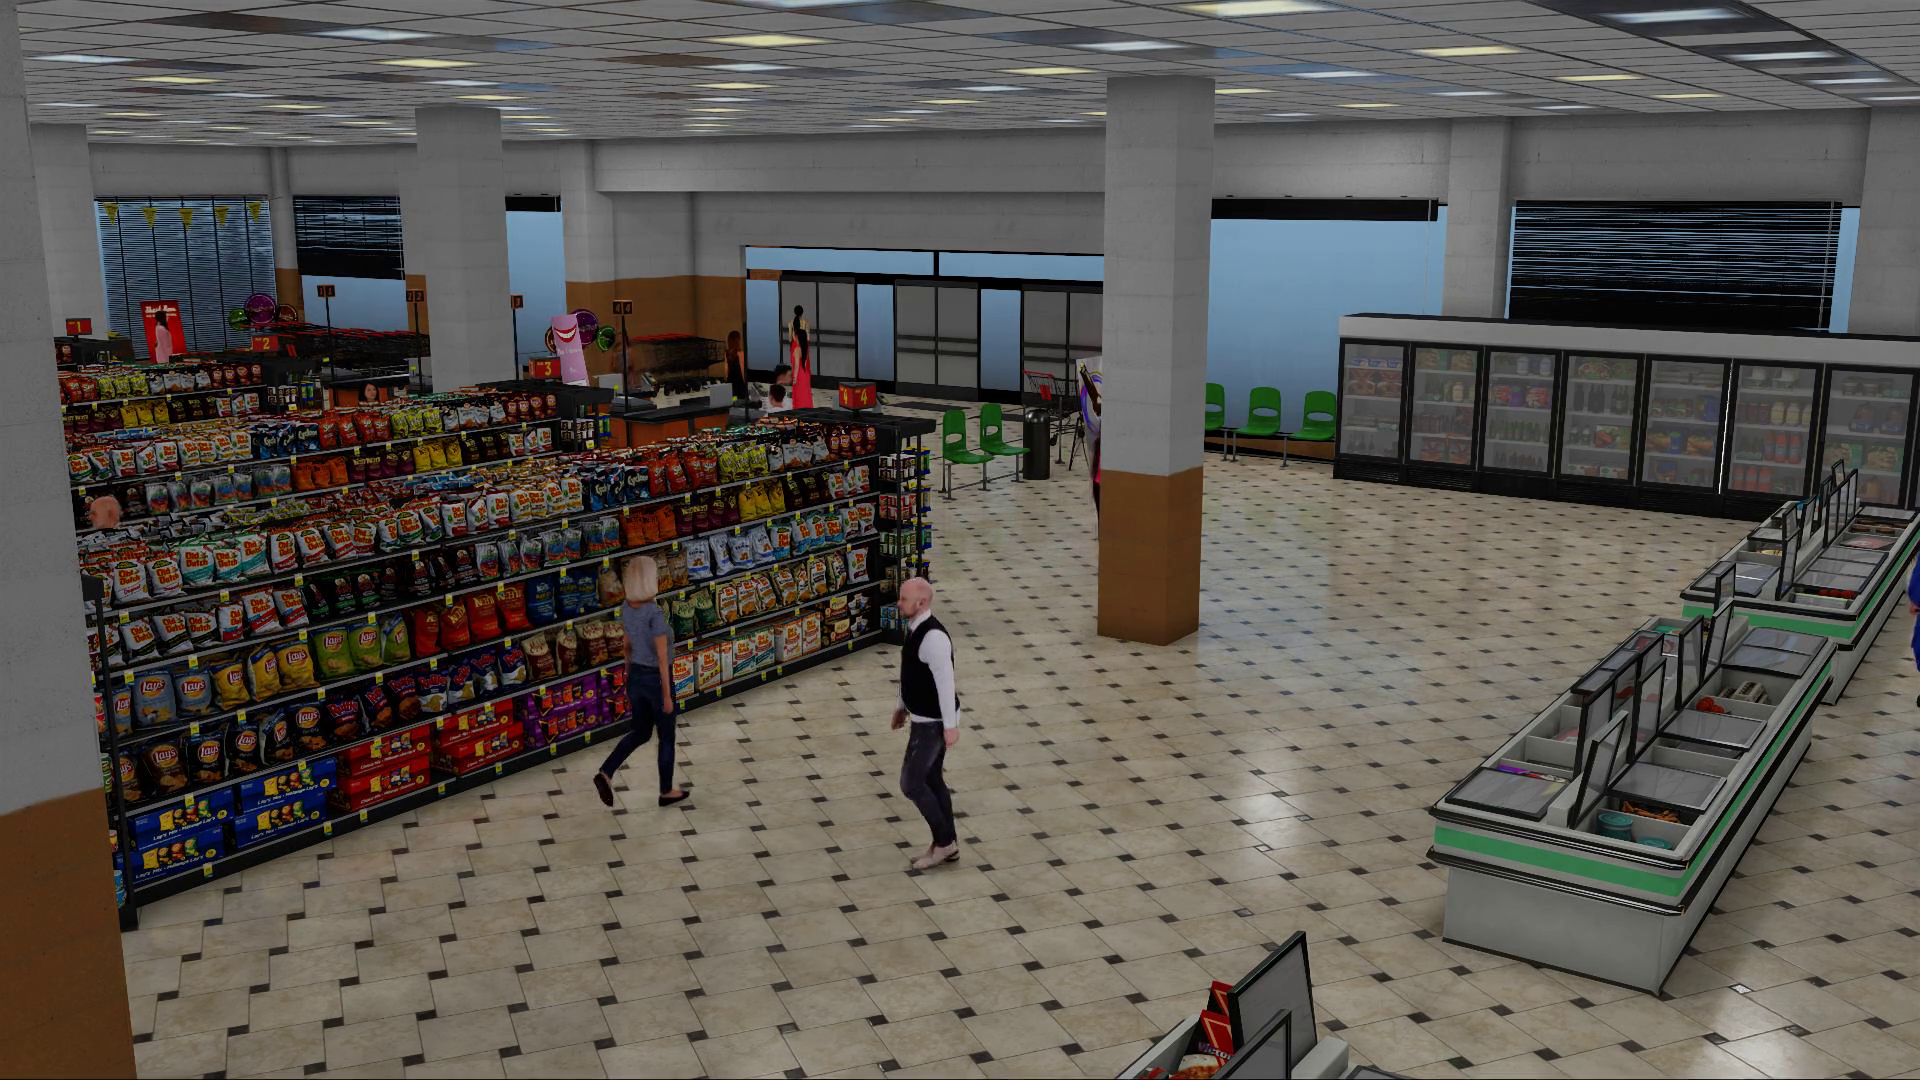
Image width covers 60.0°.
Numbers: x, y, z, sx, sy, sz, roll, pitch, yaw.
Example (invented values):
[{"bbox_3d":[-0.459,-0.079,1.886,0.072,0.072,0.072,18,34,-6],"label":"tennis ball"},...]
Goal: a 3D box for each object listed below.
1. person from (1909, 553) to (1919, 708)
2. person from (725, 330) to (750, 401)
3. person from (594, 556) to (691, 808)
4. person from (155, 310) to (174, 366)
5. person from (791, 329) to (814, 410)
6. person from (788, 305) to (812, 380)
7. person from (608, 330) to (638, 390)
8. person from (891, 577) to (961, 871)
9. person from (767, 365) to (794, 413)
[{"bbox_3d":[7.675,0.478,12.858,0.773,1.816,0.702,10,15,39],"label":"person"},{"bbox_3d":[-3.596,-2.443,26.684,0.567,1.834,0.507,8,14,34],"label":"person"},{"bbox_3d":[-2.085,0.960,10.830,0.649,1.707,0.945,11,16,42],"label":"person"},{"bbox_3d":[-15.109,-3.456,31.573,0.644,1.802,0.679,-8,14,-34],"label":"person"},{"bbox_3d":[-2.723,-2.749,28.400,0.742,1.726,0.605,4,12,18],"label":"person"},{"bbox_3d":[-3.197,-3.777,33.124,0.682,1.792,0.705,0,12,1],"label":"person"},{"bbox_3d":[-5.873,-2.838,29.149,0.950,1.593,1.227,2,12,11],"label":"person"},{"bbox_3d":[-0.088,1.098,9.957,0.853,1.799,0.807,-3,12,-14],"label":"person"},{"bbox_3d":[-2.391,-1.296,21.236,0.911,1.835,1.144,5,13,21],"label":"person"}]
